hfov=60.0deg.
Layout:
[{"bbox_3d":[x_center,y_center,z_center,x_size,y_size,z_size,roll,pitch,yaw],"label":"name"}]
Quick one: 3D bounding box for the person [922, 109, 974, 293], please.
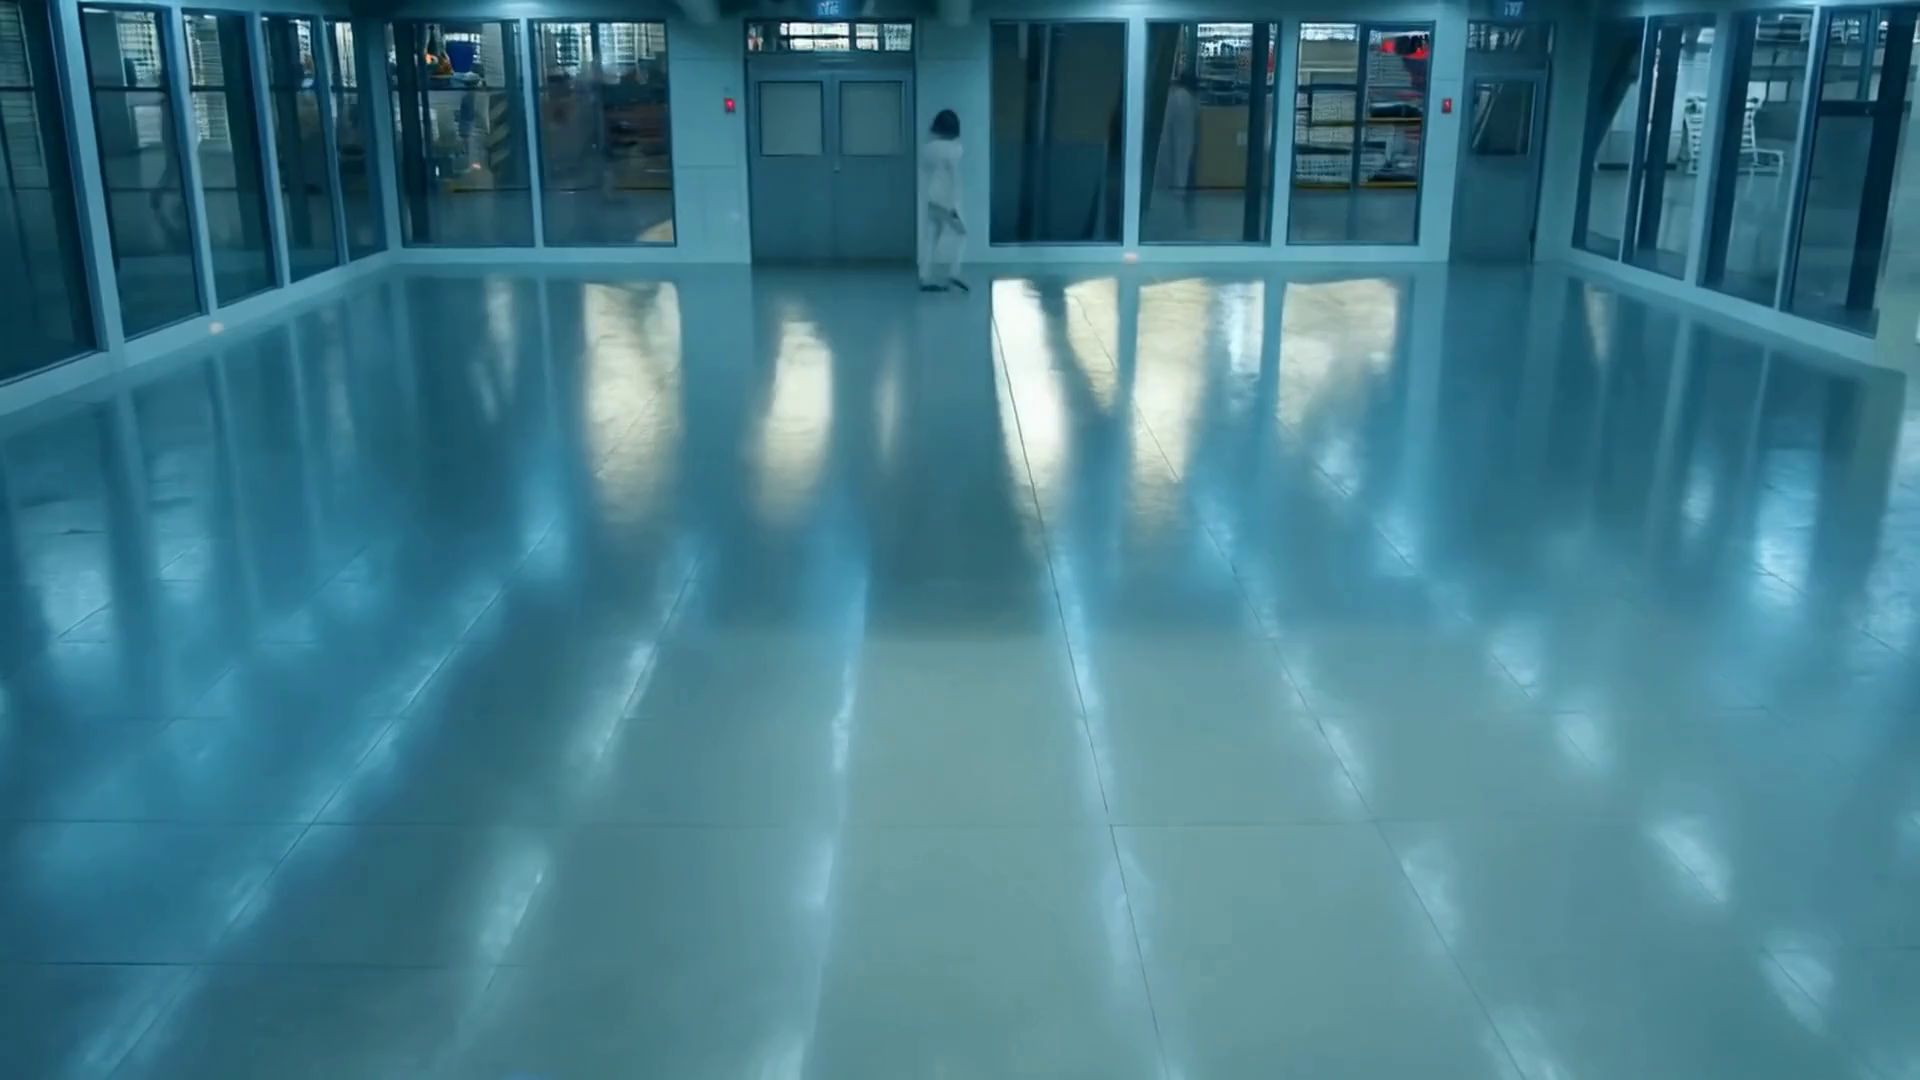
[{"bbox_3d":[-0.091,-3.017,14.874,0.581,1.612,0.540,-10,19,-31],"label":"person"}]
